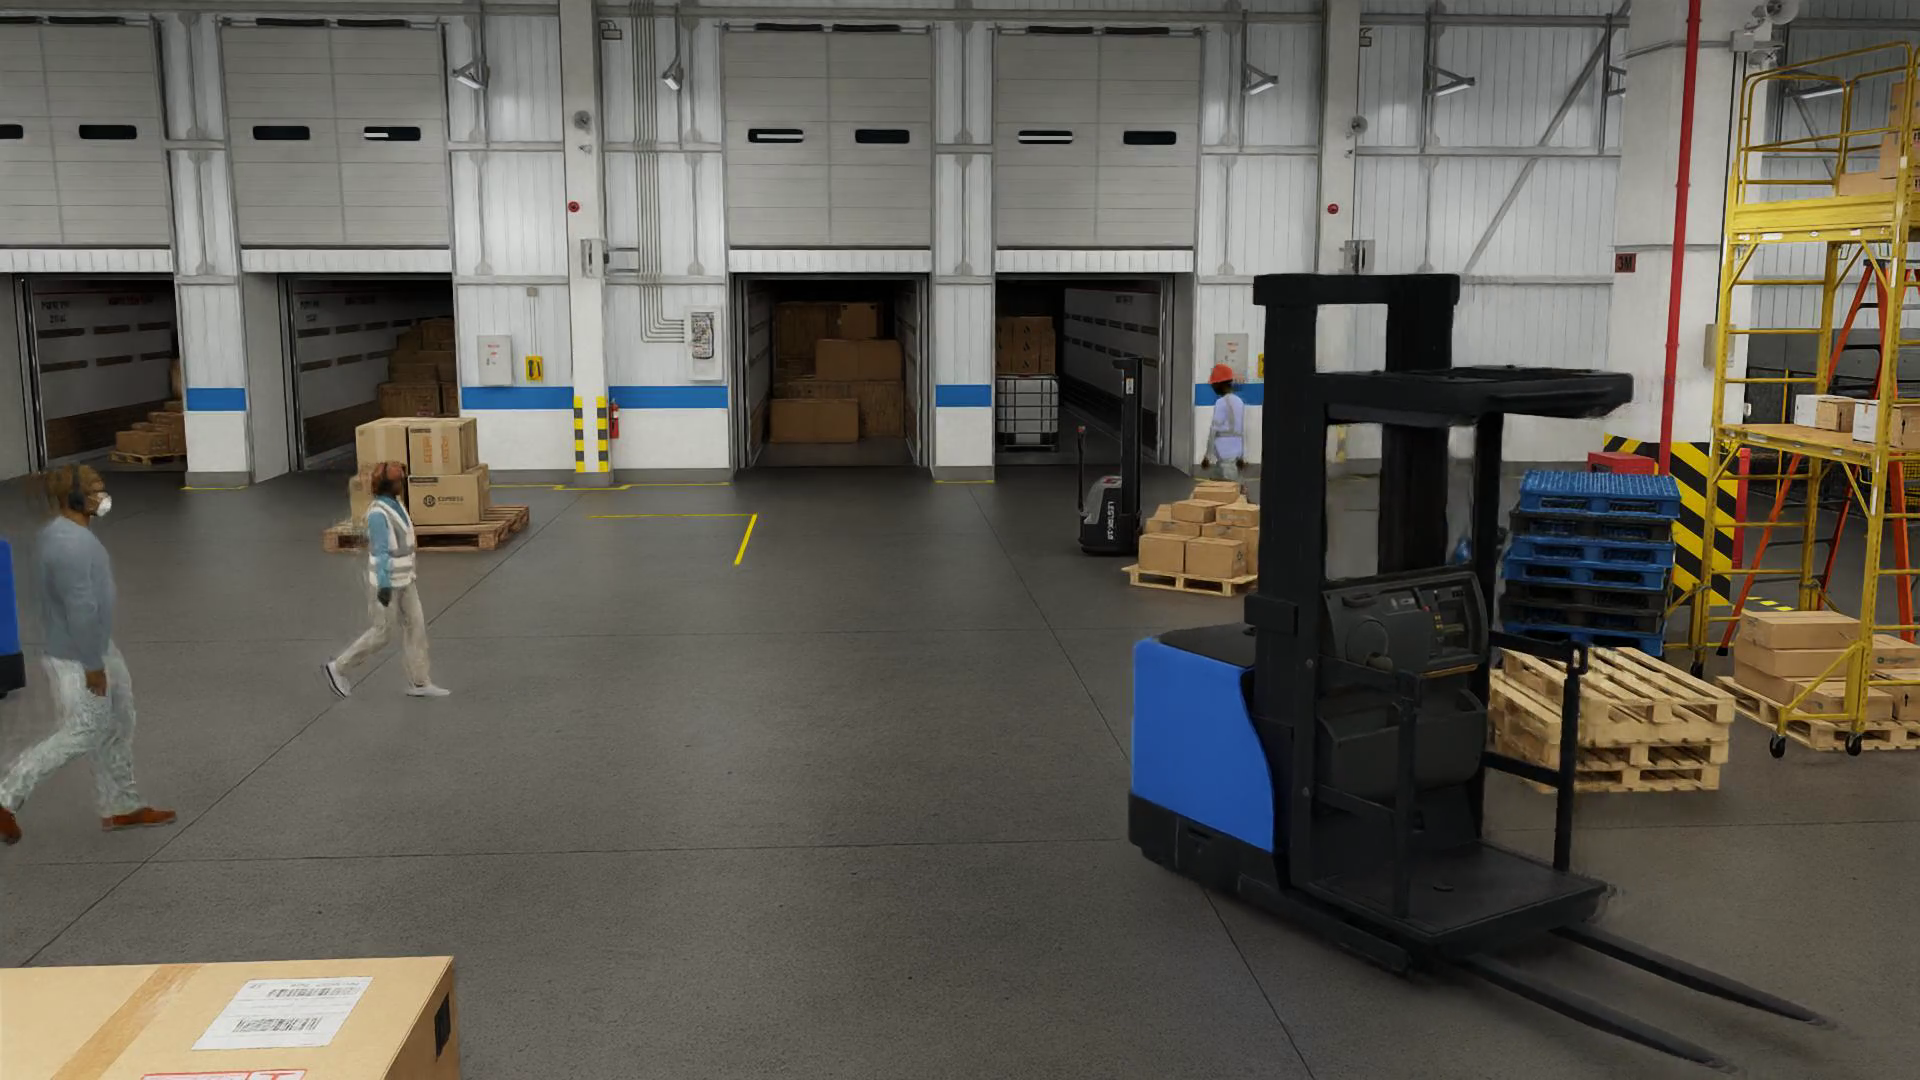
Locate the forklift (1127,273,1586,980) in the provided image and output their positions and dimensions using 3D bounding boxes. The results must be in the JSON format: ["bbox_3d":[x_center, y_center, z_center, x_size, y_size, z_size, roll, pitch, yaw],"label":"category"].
[{"bbox_3d":[1.718,0.211,7.421,1.129,2.768,1.873,-6,11,-32],"label":"forklift"}]

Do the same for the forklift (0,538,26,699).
[{"bbox_3d":[-7.113,-0.258,10.364,1.129,2.768,1.873,5,10,27],"label":"forklift"}]

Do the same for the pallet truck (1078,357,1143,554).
[{"bbox_3d":[2.088,-0.836,16.757,1.885,1.965,0.823,2,9,13],"label":"pallet truck"}]

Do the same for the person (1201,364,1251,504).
[{"bbox_3d":[2.883,-0.936,17.765,0.993,1.891,0.544,5,10,28],"label":"person"}]

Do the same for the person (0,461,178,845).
[{"bbox_3d":[-4.419,0.566,8.228,0.802,1.916,0.634,-4,10,-22],"label":"person"}]

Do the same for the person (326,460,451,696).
[{"bbox_3d":[-3.815,0.270,11.011,0.721,1.612,0.526,0,9,0],"label":"person"}]
